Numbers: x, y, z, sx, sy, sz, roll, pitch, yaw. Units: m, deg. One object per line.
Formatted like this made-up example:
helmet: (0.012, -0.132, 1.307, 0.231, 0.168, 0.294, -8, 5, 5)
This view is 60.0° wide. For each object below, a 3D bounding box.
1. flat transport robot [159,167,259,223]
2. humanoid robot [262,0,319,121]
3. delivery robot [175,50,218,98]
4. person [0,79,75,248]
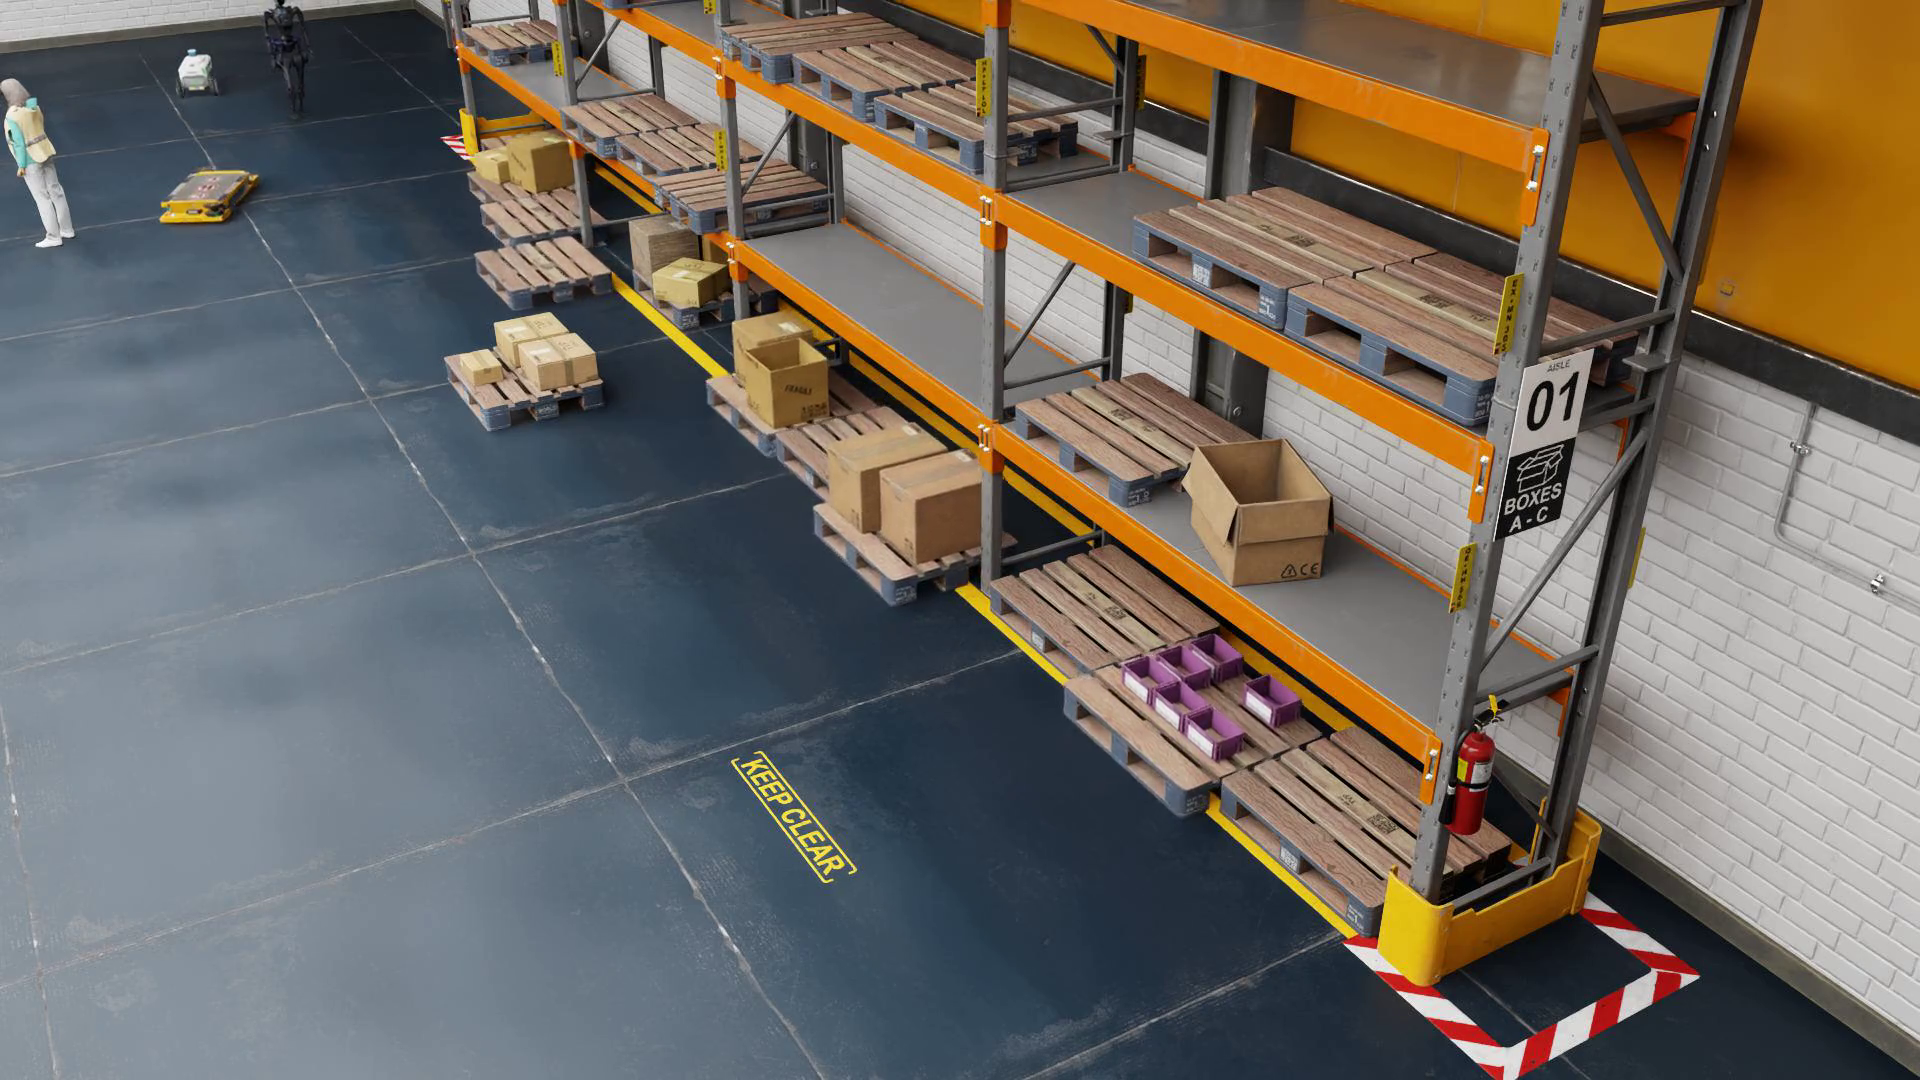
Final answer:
flat transport robot: (-8.275, -3.806, 18.351, 0.659, 0.231, 1.431, -3, 30, -5)
humanoid robot: (-8.497, -6.197, 21.155, 0.596, 1.642, 0.537, -23, 37, -35)
delivery robot: (-10.316, -6.296, 22.470, 0.499, 0.608, 0.786, -8, 30, -13)
person: (-9.402, -3.839, 16.943, 0.368, 1.712, 0.465, 3, 30, 6)
